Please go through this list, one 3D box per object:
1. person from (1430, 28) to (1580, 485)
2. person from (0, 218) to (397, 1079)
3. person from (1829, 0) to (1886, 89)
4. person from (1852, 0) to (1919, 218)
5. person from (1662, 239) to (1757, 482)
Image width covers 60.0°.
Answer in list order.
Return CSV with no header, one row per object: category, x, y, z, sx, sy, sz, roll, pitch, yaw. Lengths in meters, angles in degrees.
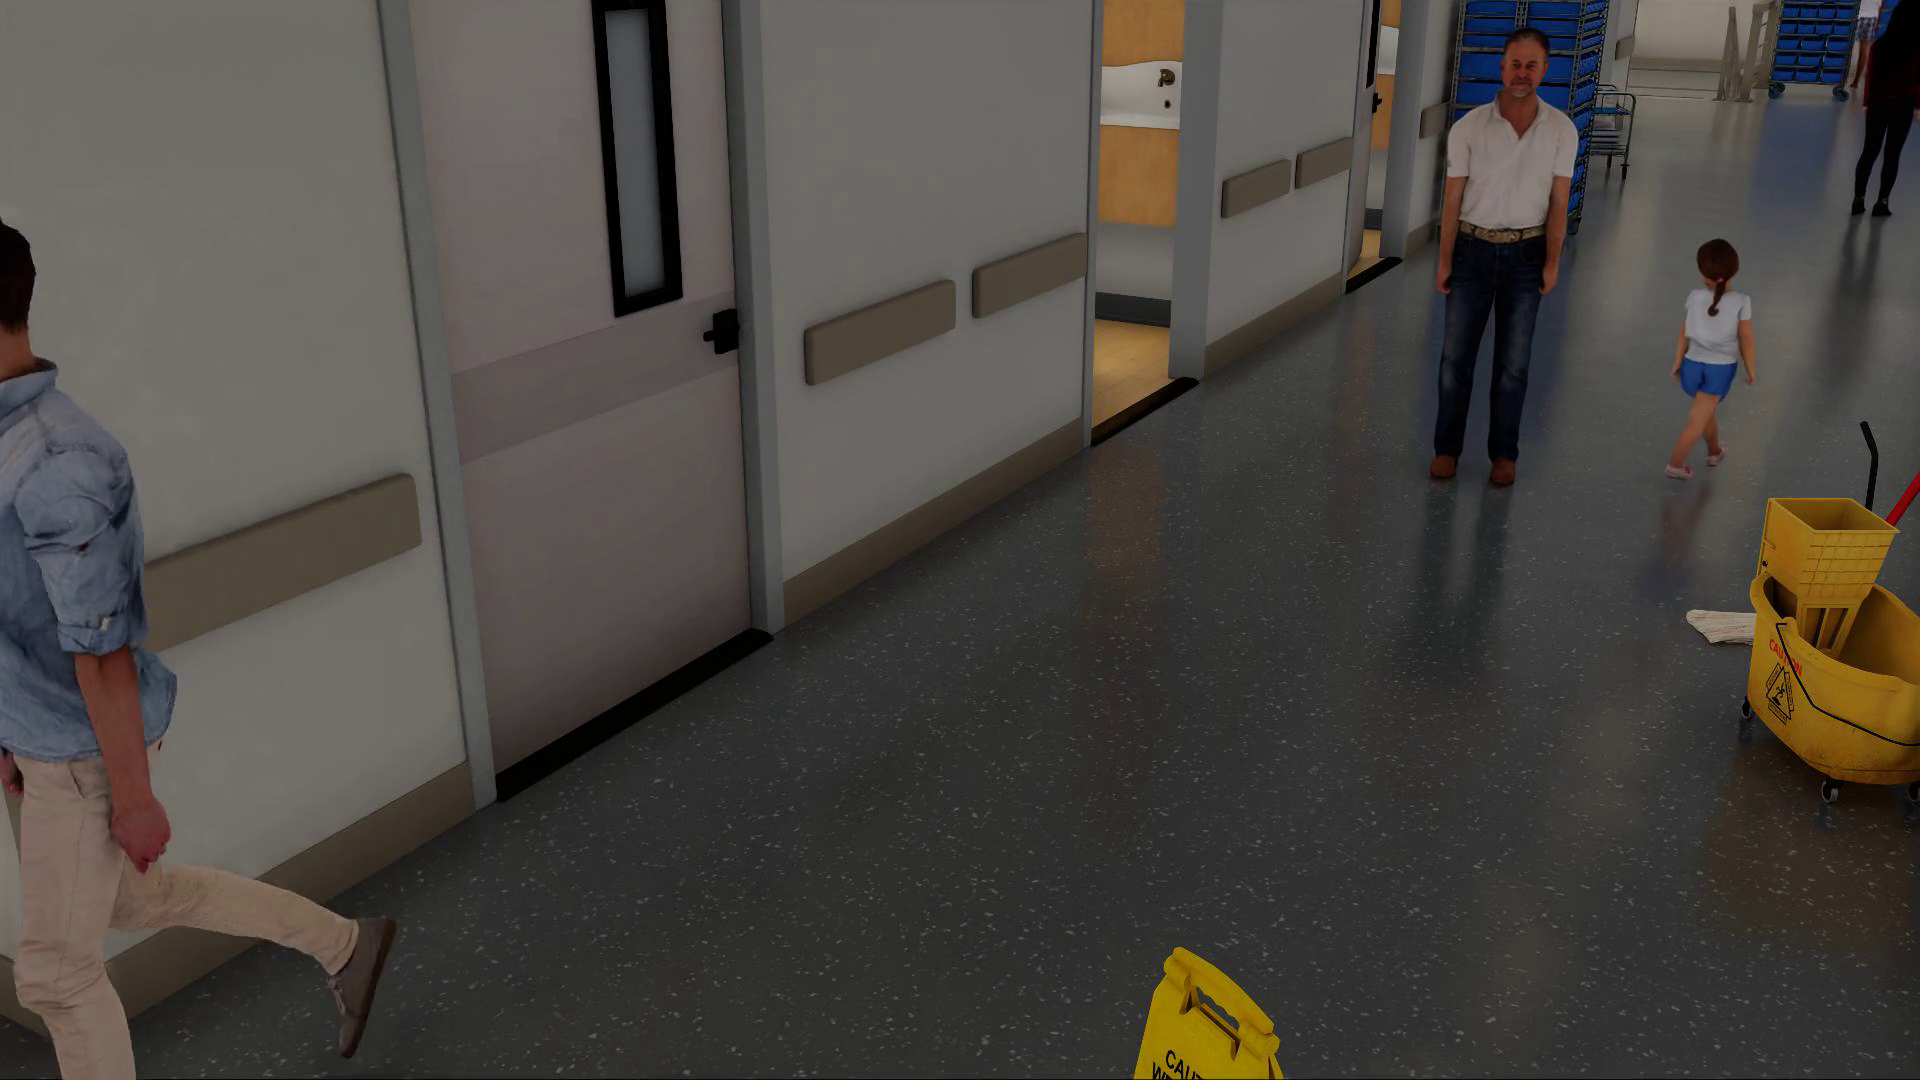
person,2.217,-1.157,6.850,0.673,1.850,0.597,9,22,22
person,-1.465,0.333,2.967,1.177,1.815,0.877,-19,28,-41
person,12.135,-6.955,22.337,0.734,1.723,0.716,4,21,10
person,7.236,-3.355,12.927,0.597,1.657,0.641,-19,28,-41
person,3.084,-0.715,6.899,0.802,0.989,0.604,-17,27,-38
